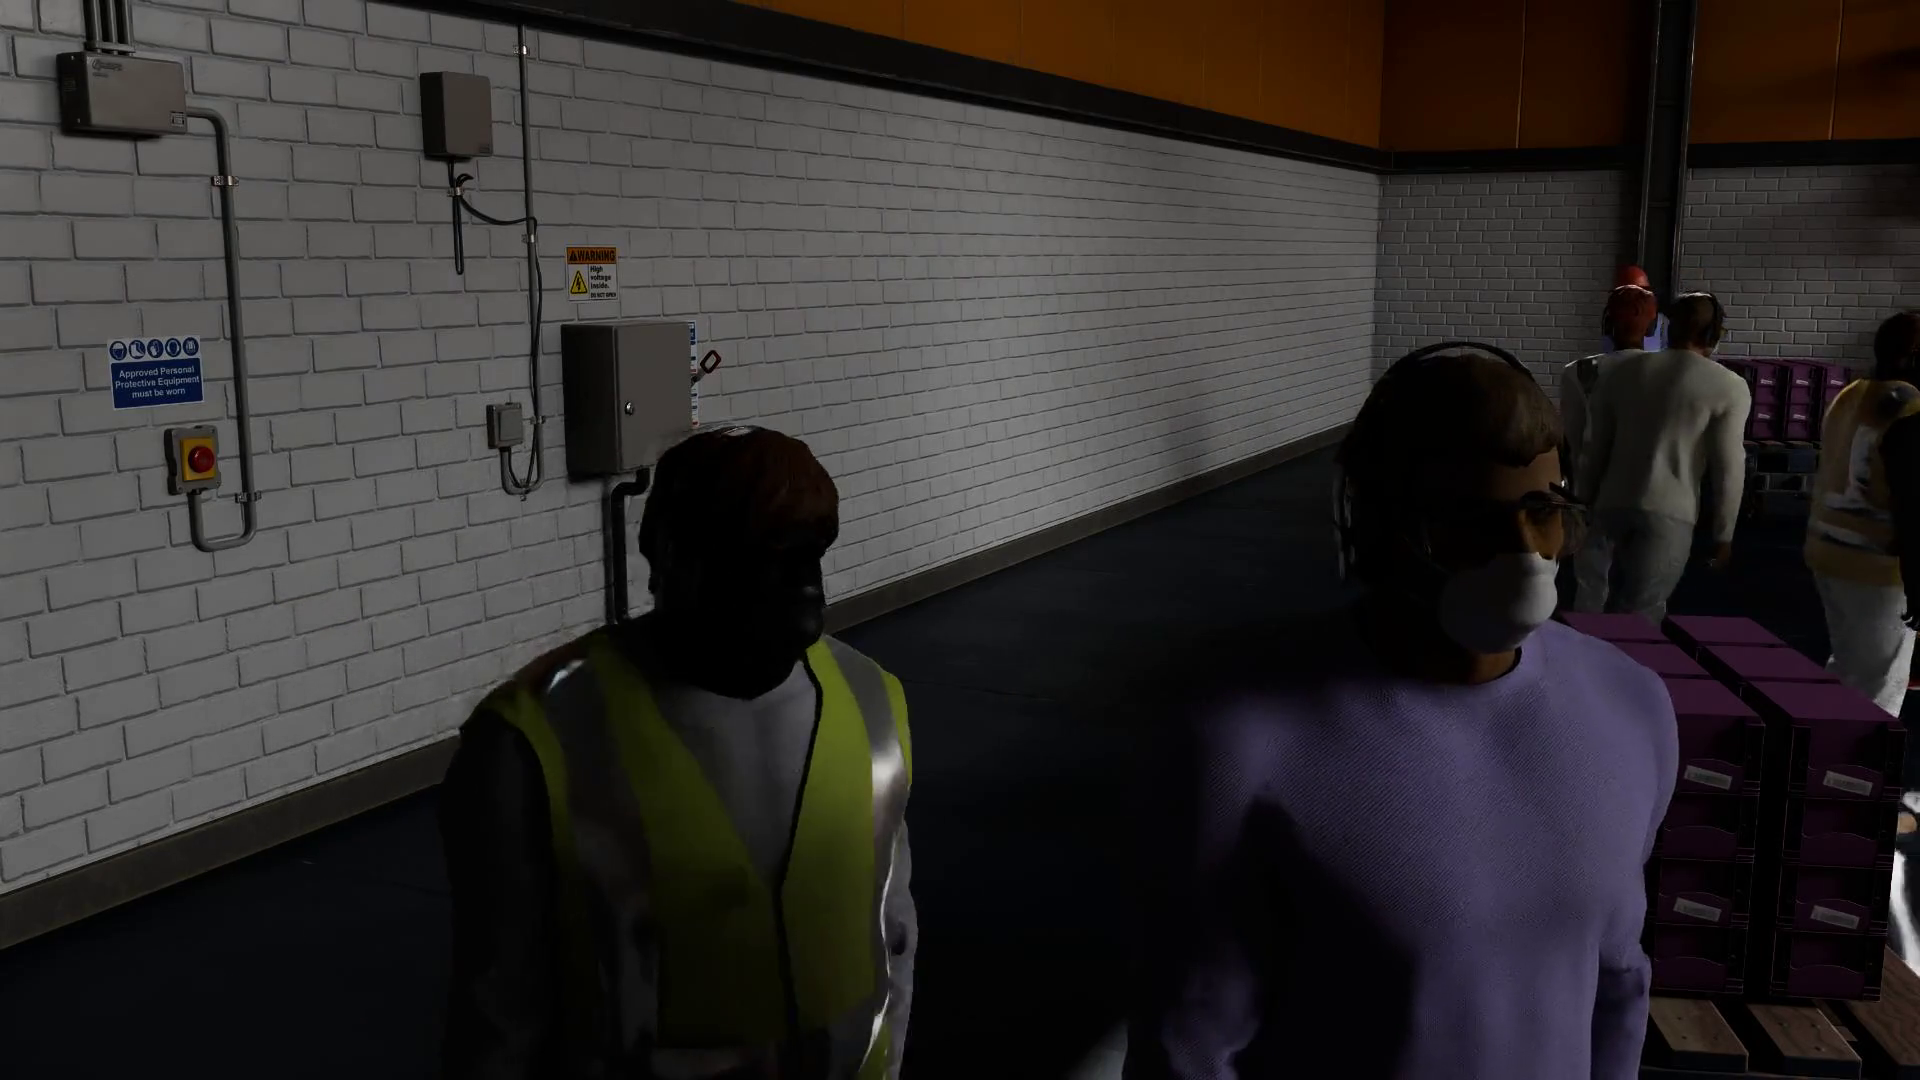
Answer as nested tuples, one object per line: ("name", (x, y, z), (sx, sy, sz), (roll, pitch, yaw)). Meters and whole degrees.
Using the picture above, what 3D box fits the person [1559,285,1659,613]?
("person", (2.890, -0.166, 7.291), (0.578, 1.884, 0.353), (1, 10, 7))

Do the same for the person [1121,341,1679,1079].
("person", (0.461, 0.763, 1.755), (0.635, 1.937, 0.352), (-4, 10, -20))

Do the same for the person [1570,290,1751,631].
("person", (2.917, -0.098, 6.946), (0.999, 1.869, 0.667), (-6, 12, -33))

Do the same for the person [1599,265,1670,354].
("person", (4.948, -1.059, 12.325), (0.570, 1.931, 0.382), (-3, 10, -17))

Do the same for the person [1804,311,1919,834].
("person", (3.227, 0.111, 5.874), (0.435, 1.828, 0.692), (1, 10, 7))

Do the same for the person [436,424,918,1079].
("person", (-0.357, 0.754, 2.118), (0.649, 1.831, 0.649), (-7, 12, -34))
